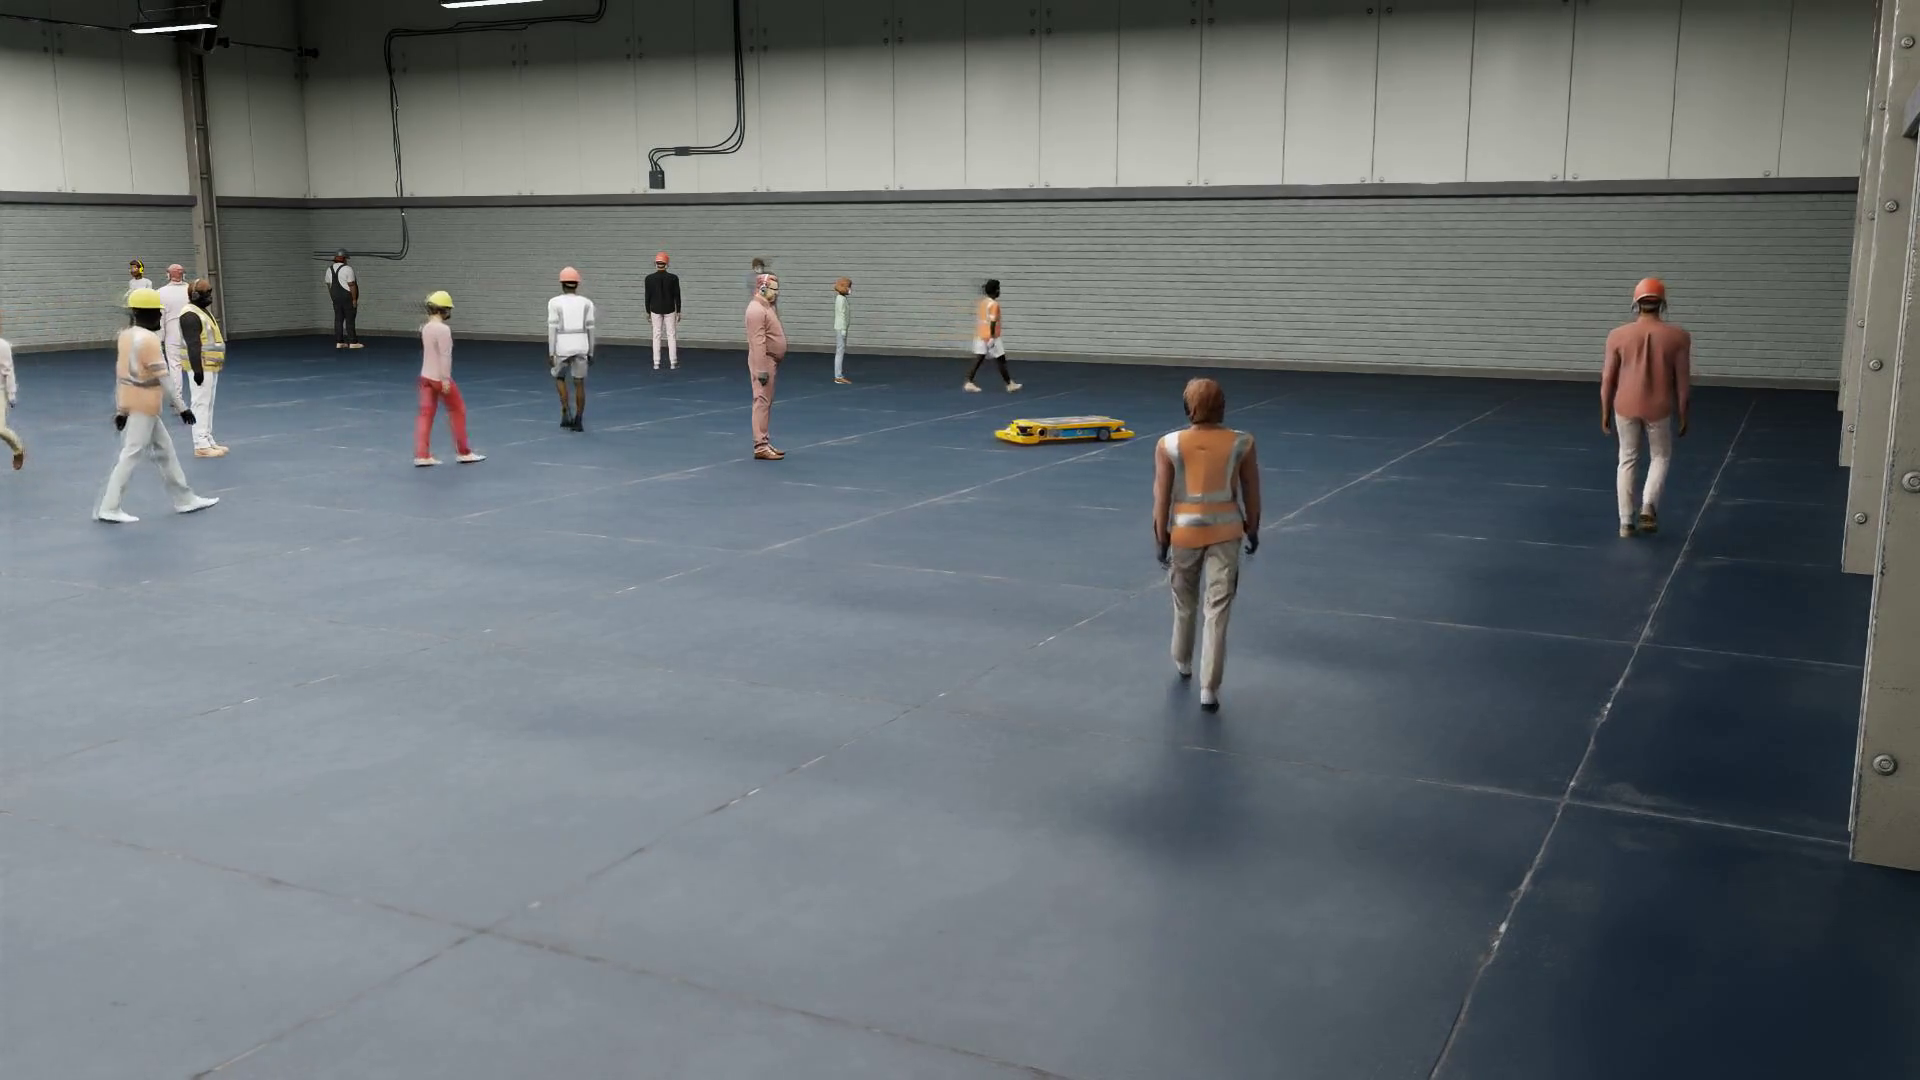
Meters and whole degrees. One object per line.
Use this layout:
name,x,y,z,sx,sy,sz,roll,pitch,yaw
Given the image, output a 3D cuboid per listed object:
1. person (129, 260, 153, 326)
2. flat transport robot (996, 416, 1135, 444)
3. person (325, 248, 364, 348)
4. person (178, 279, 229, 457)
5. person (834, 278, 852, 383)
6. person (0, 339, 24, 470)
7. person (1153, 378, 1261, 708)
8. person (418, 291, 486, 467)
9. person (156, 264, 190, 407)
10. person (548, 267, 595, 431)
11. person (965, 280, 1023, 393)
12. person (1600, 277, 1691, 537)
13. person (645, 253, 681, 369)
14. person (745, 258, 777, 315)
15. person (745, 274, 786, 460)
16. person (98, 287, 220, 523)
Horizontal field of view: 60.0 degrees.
person,-13.990,-3.830,28.396,0.507,1.872,0.329,3,11,18
flat transport robot,1.184,-1.249,18.685,1.431,0.197,0.652,-5,11,-24
person,-12.558,-4.942,33.995,0.683,2.000,0.538,4,11,22
person,-7.874,-1.786,17.335,0.429,1.839,0.634,-2,11,-13
person,-1.818,-3.264,25.951,0.288,1.632,0.505,-1,10,-6
person,-9.125,-1.363,15.636,0.504,1.619,0.523,0,10,-2
person,1.227,-0.008,8.294,0.529,1.592,0.850,1,10,8
person,-5.129,-1.606,16.630,0.768,1.734,0.548,-10,14,-44
person,-10.462,-2.738,22.343,0.642,1.909,0.409,-8,13,-38
person,-4.581,-2.241,19.582,0.582,1.917,0.506,-5,12,-27
person,0.464,-2.970,24.293,0.897,1.647,0.545,-4,11,-21
person,5.213,-1.004,12.677,0.644,1.976,0.430,5,12,26
person,-5.110,-3.943,28.671,0.620,1.994,0.381,-1,10,-3
person,-3.565,-4.200,30.385,0.784,1.901,0.375,-10,15,-44
person,-1.993,-1.784,17.153,0.409,1.903,0.639,0,10,-2
person,-6.565,-1.087,13.425,0.979,1.880,0.599,-9,14,-40
